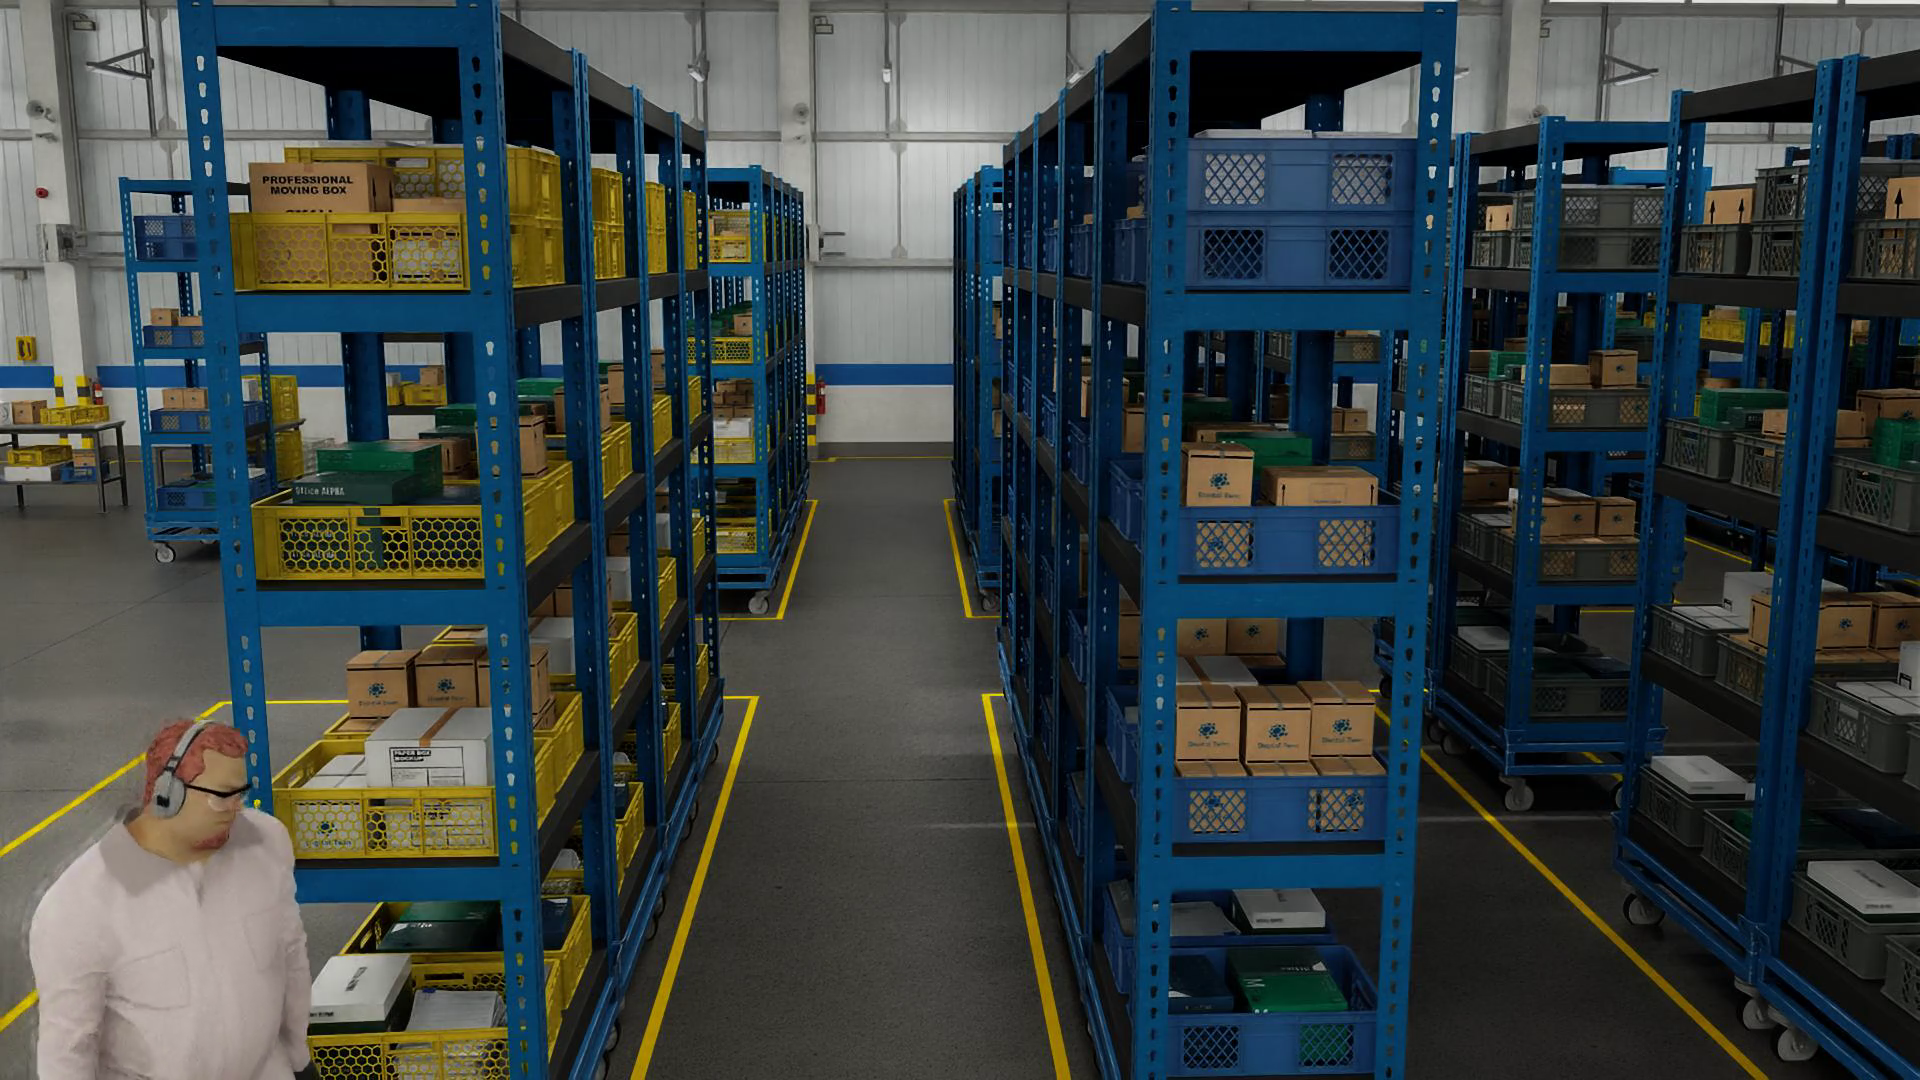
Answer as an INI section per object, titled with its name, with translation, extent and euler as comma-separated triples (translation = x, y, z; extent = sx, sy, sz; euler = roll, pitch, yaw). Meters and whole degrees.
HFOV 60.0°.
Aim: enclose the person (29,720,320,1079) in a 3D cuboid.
[person]
translation = -1.782, 1.352, 3.938
extent = 0.704, 1.871, 0.705
euler = 8, 13, 38
